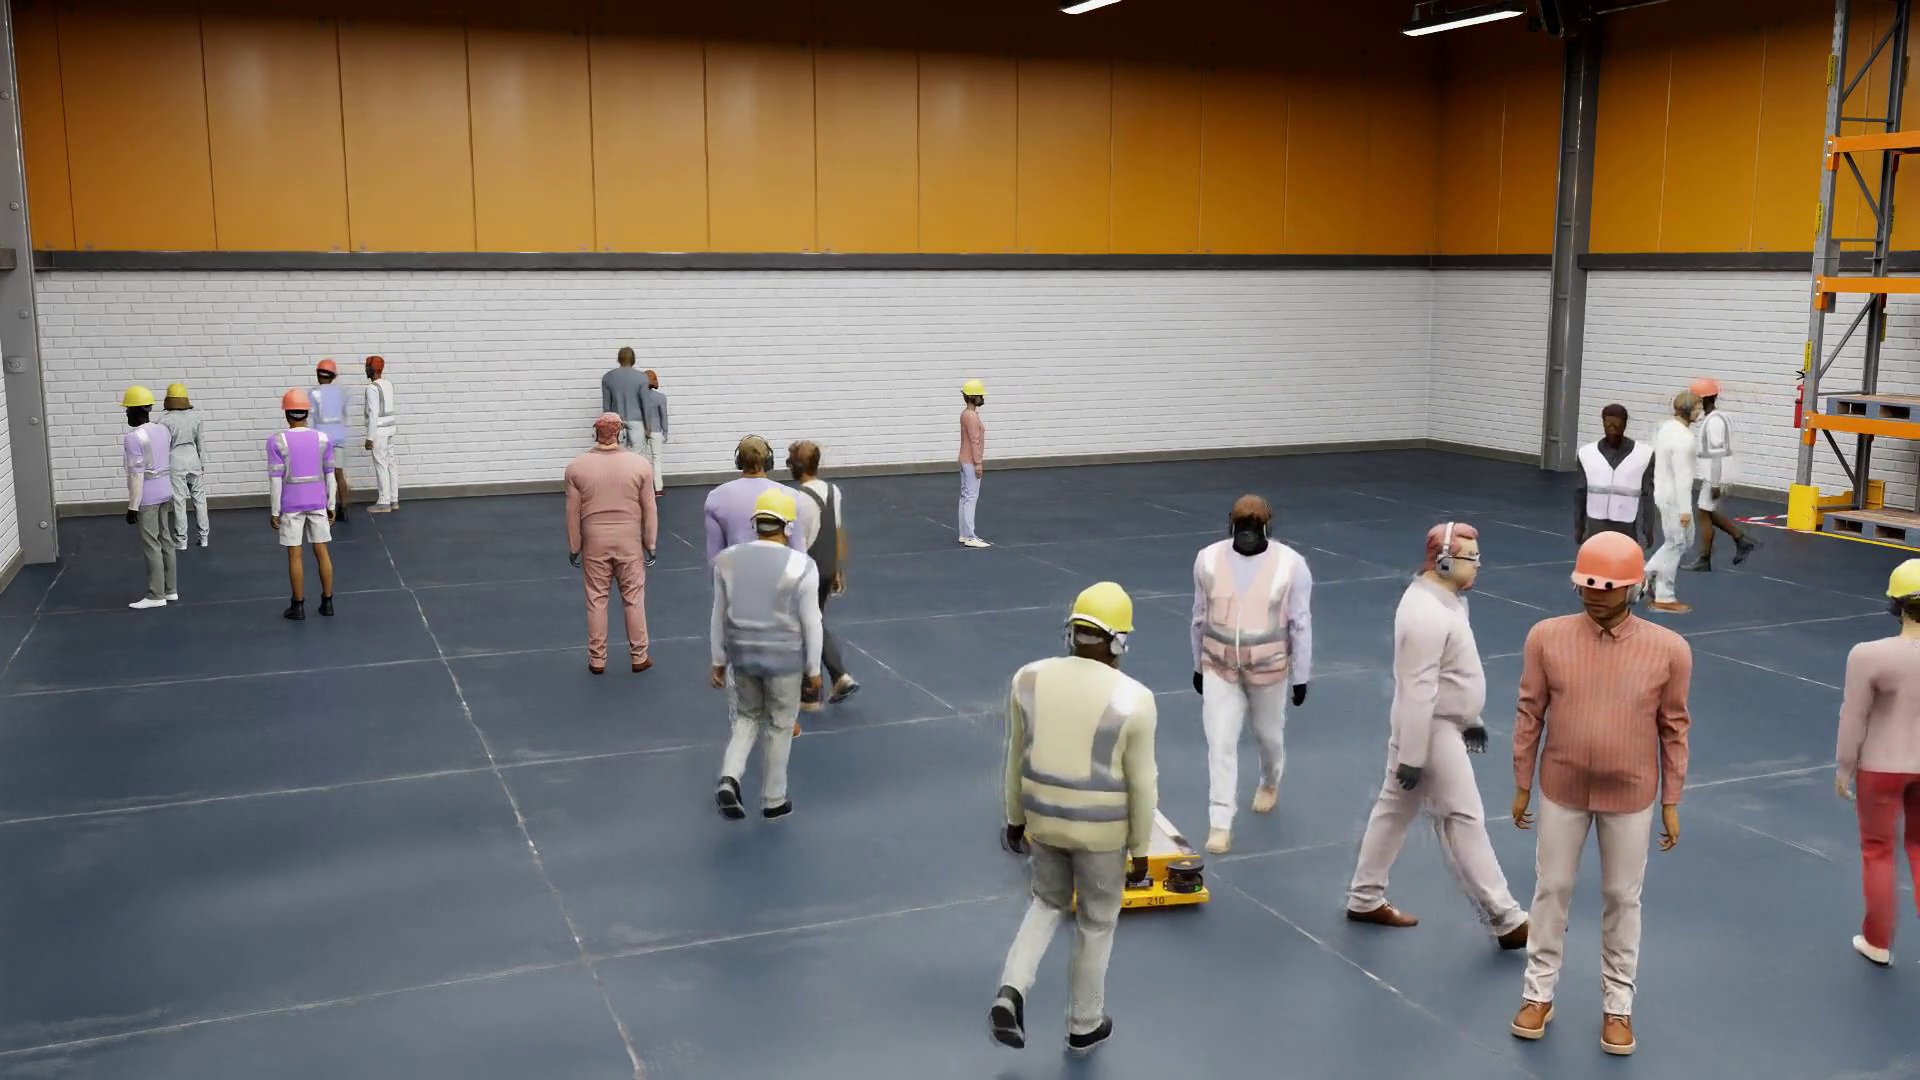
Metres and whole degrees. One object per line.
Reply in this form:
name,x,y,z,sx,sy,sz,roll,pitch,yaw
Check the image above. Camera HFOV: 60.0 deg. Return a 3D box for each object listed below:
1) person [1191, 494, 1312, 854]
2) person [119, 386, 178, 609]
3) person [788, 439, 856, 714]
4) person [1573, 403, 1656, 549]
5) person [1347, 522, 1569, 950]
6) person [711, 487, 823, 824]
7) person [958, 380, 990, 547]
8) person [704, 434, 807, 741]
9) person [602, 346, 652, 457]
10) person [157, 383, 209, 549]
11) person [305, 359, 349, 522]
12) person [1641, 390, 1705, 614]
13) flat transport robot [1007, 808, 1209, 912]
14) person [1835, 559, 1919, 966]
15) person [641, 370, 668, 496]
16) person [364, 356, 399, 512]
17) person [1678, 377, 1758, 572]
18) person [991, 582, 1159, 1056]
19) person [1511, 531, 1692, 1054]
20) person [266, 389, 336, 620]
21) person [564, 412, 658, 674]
person,1.519,0.645,8.668,0.640,1.813,0.900,3,10,20
person,-7.046,-0.369,14.420,0.367,1.927,0.587,0,9,1
person,-0.977,0.254,10.932,0.436,1.834,0.530,7,11,35
person,5.180,-0.150,13.183,0.616,1.896,0.700,4,10,24
person,2.175,0.849,7.250,0.965,1.863,0.646,2,10,13
person,-1.020,0.630,8.725,0.618,1.809,0.526,3,10,18
person,0.140,-0.808,17.570,0.310,1.769,0.525,-2,10,-12
person,-1.247,0.311,10.265,0.630,1.940,0.372,1,9,7
person,-4.241,-1.503,21.256,0.635,1.937,0.352,1,9,9
person,-8.154,-0.774,17.433,0.297,1.744,0.487,7,12,37
person,-7.397,-1.157,19.380,0.565,1.867,0.875,-9,13,-44
person,6.078,-0.321,14.144,0.466,1.920,0.649,2,10,12
flat transport robot,0.697,1.475,8.250,0.652,0.197,1.431,-2,9,-10
person,3.930,0.956,6.896,0.542,1.750,0.482,2,9,9
person,-4.000,-1.372,21.423,0.496,1.625,0.286,1,9,8
person,-6.992,-1.273,20.037,0.355,1.883,0.574,1,9,6
person,7.298,-0.619,16.016,0.679,1.904,0.560,3,10,18
person,0.425,1.059,6.140,0.618,1.806,0.577,6,11,31
person,2.396,0.944,6.265,0.619,1.990,0.395,4,10,24
person,-5.522,-0.298,13.957,0.552,1.936,0.358,-8,12,-39
person,-2.527,0.024,12.104,0.652,1.906,0.403,-1,9,-9
